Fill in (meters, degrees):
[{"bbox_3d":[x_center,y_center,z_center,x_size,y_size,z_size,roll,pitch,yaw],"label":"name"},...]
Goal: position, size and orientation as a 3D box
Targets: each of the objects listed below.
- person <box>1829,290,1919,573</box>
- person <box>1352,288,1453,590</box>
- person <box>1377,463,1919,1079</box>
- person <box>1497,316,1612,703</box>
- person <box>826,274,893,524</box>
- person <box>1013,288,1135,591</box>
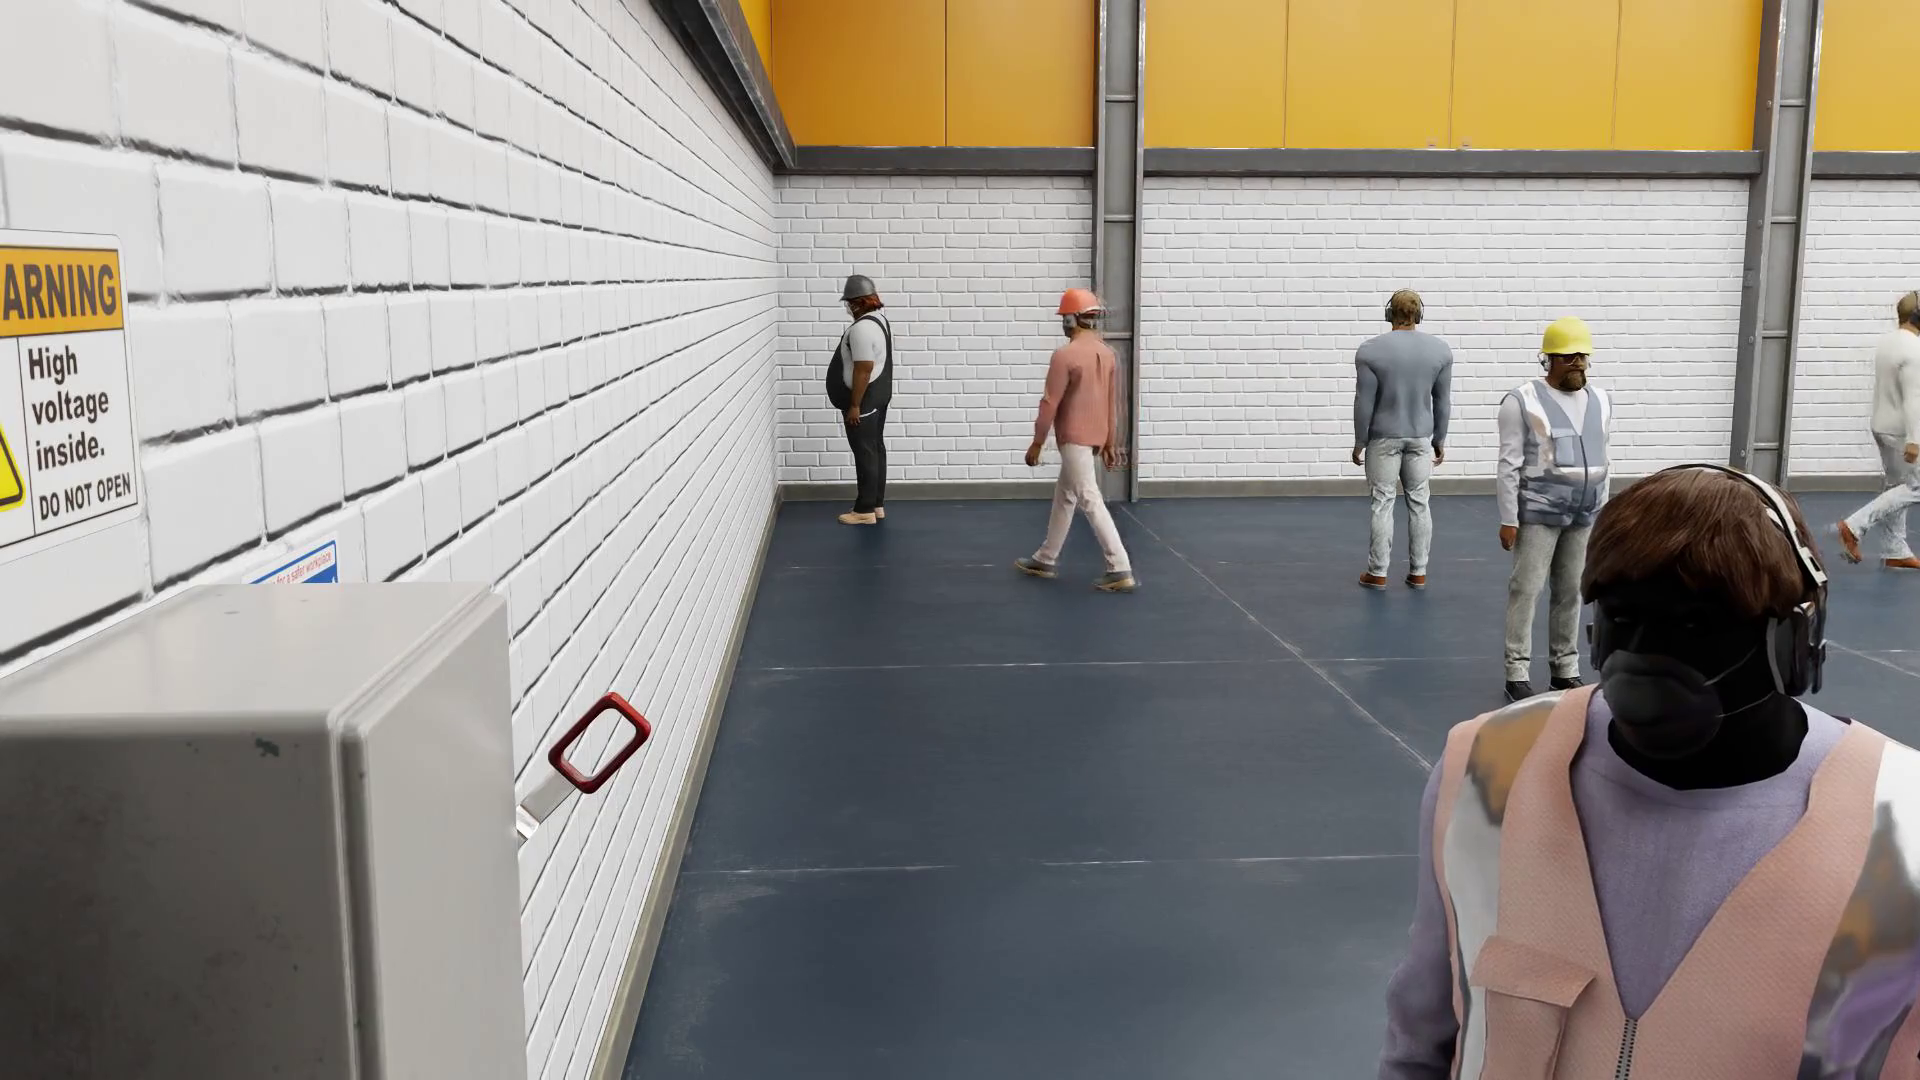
[{"bbox_3d":[6.316,-0.722,11.256,0.614,1.925,0.645,2,9,10],"label":"person"},{"bbox_3d":[2.826,-0.639,10.689,0.635,1.939,0.366,-1,9,-3],"label":"person"},{"bbox_3d":[0.715,0.837,1.727,0.634,1.842,0.429,7,12,39],"label":"person"},{"bbox_3d":[2.814,-0.132,7.836,0.600,1.831,0.404,-2,9,-15],"label":"person"},{"bbox_3d":[-0.828,-1.156,13.616,0.538,2.000,0.682,2,9,11],"label":"person"},{"bbox_3d":[0.780,-0.658,10.802,1.026,1.951,0.606,6,11,35],"label":"person"}]
